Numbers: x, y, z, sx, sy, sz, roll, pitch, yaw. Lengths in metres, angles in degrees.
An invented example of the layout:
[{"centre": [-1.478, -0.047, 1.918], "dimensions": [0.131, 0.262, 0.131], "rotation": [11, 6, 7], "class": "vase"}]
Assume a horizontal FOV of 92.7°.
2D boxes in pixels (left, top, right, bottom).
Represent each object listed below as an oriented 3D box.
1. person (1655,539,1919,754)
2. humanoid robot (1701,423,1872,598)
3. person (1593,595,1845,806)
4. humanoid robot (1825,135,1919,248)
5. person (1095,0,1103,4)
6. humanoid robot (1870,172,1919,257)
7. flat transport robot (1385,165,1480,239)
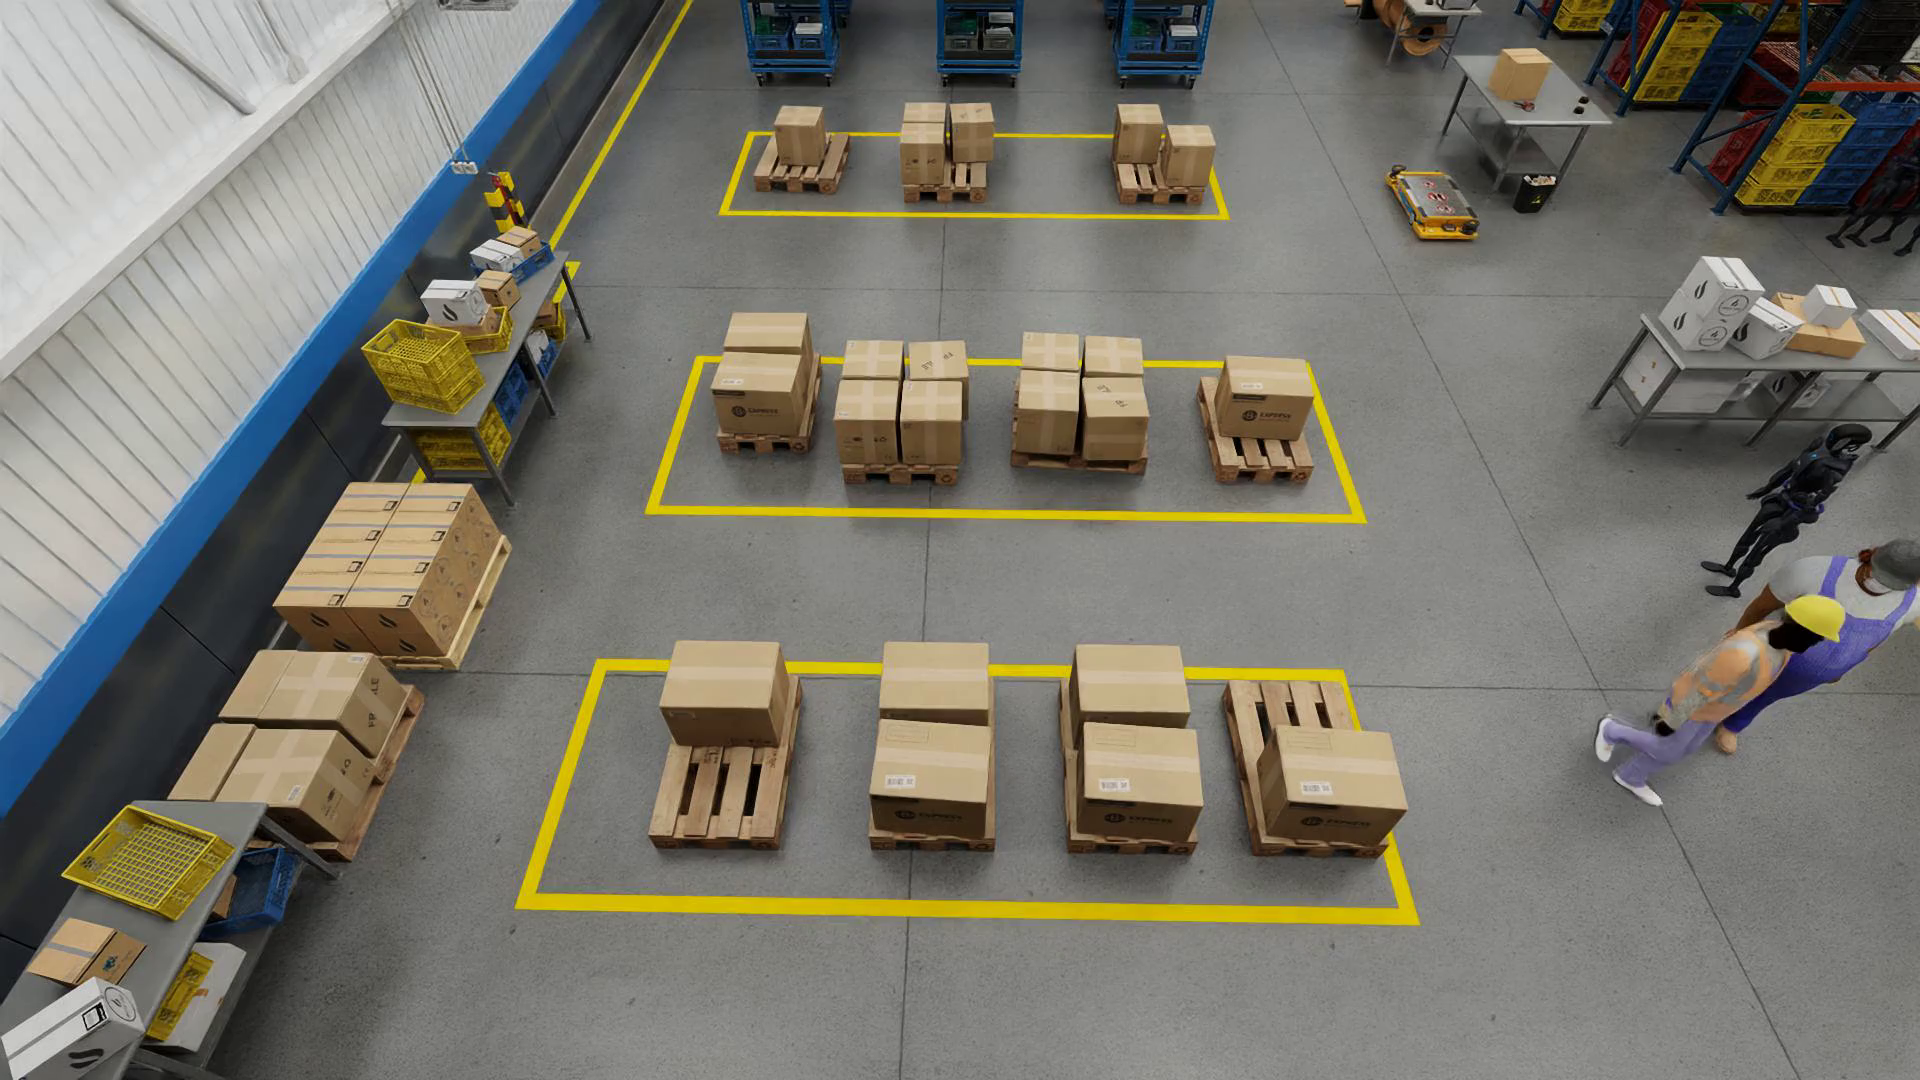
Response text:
[{"centre": [5.246, 0.698, 5.758], "dimensions": [0.687, 2.000, 0.536], "rotation": [21, 52, 17], "class": "person"}, {"centre": [6.104, -0.228, 6.797], "dimensions": [0.332, 1.651, 0.578], "rotation": [16, 51, 14], "class": "humanoid robot"}, {"centre": [4.561, 0.977, 5.620], "dimensions": [0.650, 1.882, 0.573], "rotation": [-18, 52, -15], "class": "person"}, {"centre": [10.341, -3.986, 10.051], "dimensions": [0.569, 1.651, 0.323], "rotation": [-5, 49, -5], "class": "humanoid robot"}, {"centre": [2.508, -9.842, 14.985], "dimensions": [0.356, 1.882, 0.571], "rotation": [22, 53, 18], "class": "person"}, {"centre": [10.754, -3.928, 10.000], "dimensions": [0.339, 1.652, 0.580], "rotation": [-14, 51, -12], "class": "humanoid robot"}, {"centre": [5.692, -4.094, 11.059], "dimensions": [0.652, 0.197, 1.431], "rotation": [1, 49, 1], "class": "flat transport robot"}]
